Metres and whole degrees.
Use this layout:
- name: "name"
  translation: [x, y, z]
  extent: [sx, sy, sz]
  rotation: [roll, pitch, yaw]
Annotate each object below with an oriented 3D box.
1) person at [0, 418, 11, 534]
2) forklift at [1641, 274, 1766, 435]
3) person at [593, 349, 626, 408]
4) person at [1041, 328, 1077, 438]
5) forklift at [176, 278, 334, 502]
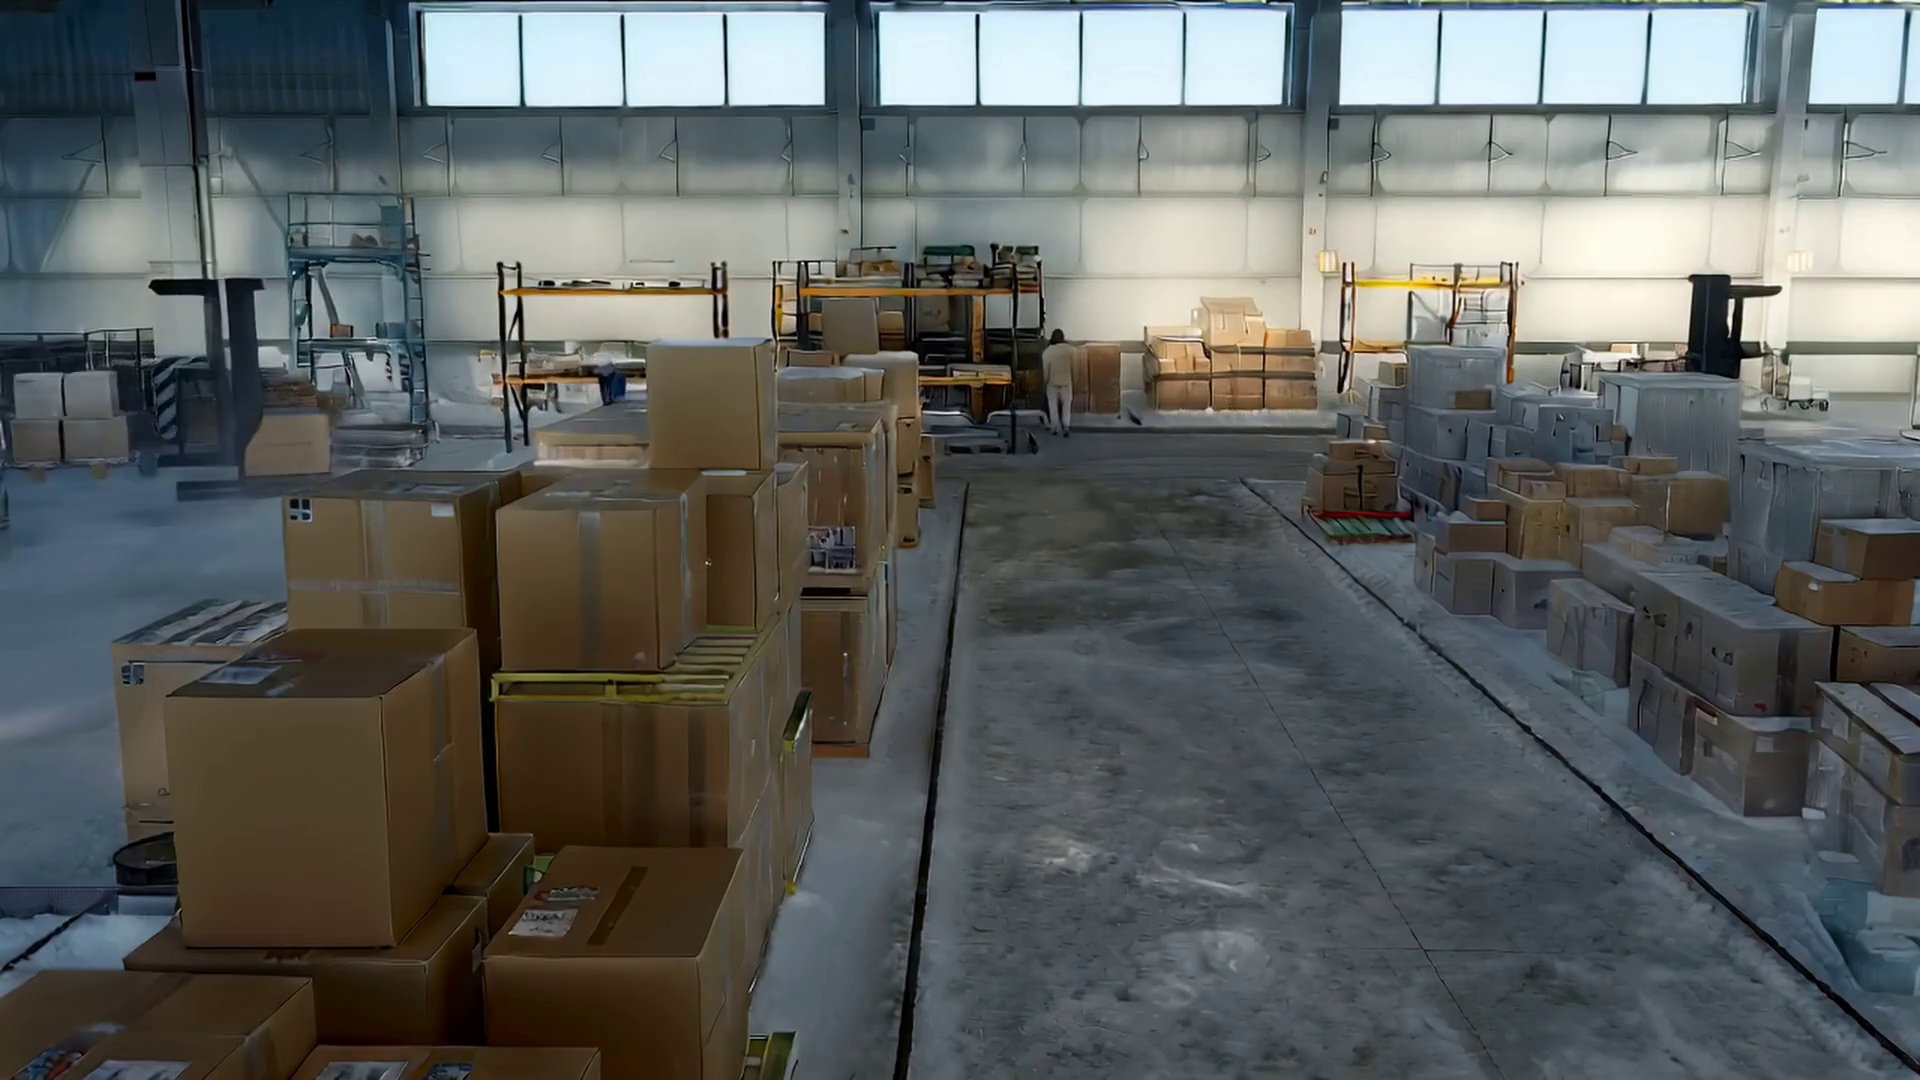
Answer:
- name: "person"
  translation: [-10.885, -0.997, 18.613]
  extent: [0.341, 1.881, 0.581]
  rotation: [-3, 10, -20]
- name: "forklift"
  translation: [13.084, -3.274, 29.247]
  extent: [1.873, 2.768, 1.129]
  rotation: [0, 9, 1]
- name: "person"
  translation: [-4.637, -1.626, 22.356]
  extent: [0.567, 1.894, 0.850]
  rotation: [8, 13, 41]
- name: "person"
  translation: [1.709, -2.669, 28.521]
  extent: [0.628, 1.914, 0.801]
  rotation: [-1, 9, -3]
- name: "forklift"
  translation: [-9.218, -1.986, 21.533]
  extent: [1.873, 2.768, 1.129]
  rotation: [-4, 10, -25]
